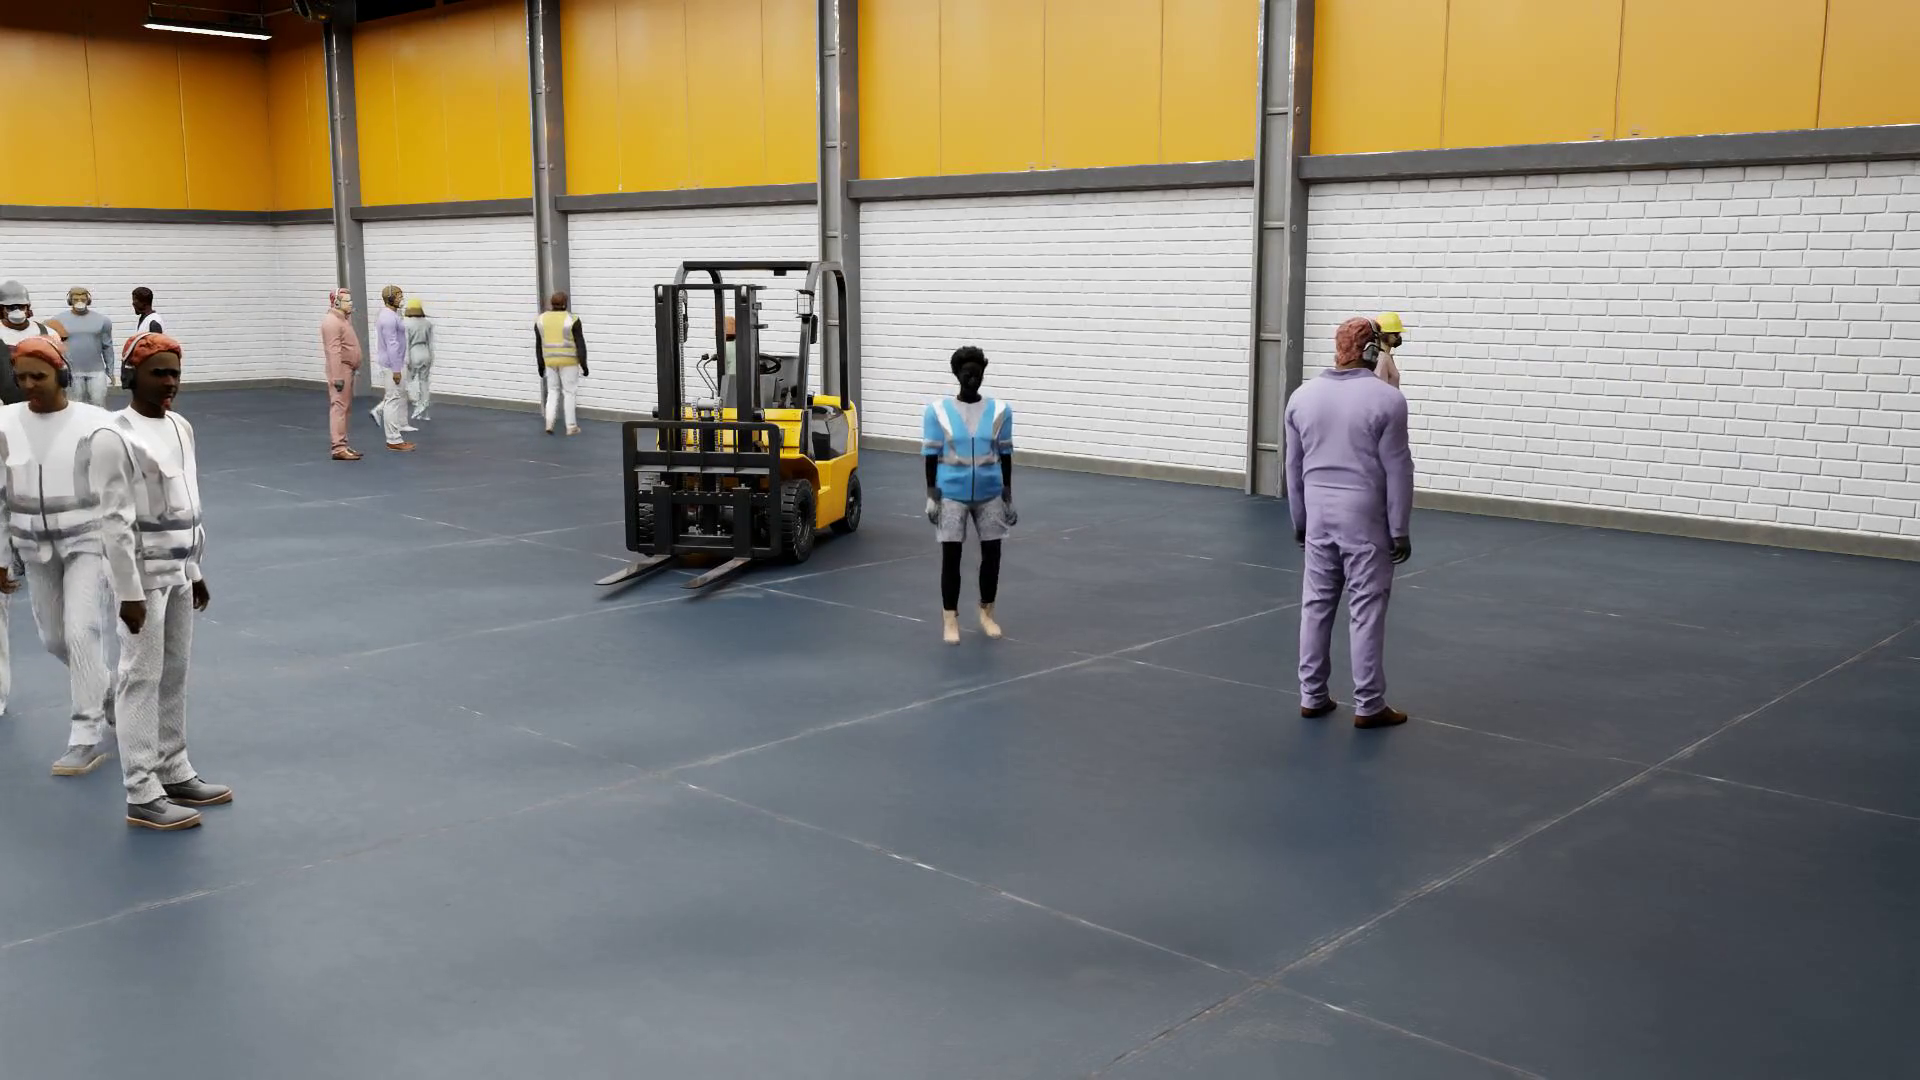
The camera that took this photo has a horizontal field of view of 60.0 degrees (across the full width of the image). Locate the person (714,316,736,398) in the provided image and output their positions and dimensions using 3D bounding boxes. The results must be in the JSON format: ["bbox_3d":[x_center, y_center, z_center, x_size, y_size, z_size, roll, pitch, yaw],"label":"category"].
[{"bbox_3d":[-2.380,-1.495,17.225,0.267,1.632,0.507,5,11,29],"label":"person"}]

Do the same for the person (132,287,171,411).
[{"bbox_3d":[-9.289,-1.941,19.171,0.398,1.893,0.590,-7,12,-37],"label":"person"}]

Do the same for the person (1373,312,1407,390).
[{"bbox_3d":[3.456,-0.965,13.568,0.314,1.769,0.524,2,10,15],"label":"person"}]

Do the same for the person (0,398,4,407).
[{"bbox_3d":[-7.364,-0.723,12.484,0.497,1.636,0.286,2,9,10],"label":"person"}]

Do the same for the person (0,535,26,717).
[{"bbox_3d":[-4.649,0.042,7.806,0.539,1.623,0.370,-3,10,-20],"label":"person"}]

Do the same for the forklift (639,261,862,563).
[{"bbox_3d":[-1.552,-1.040,12.721,1.214,2.155,2.313,2,9,11],"label":"forklift"}]

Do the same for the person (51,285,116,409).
[{"bbox_3d":[-9.754,-1.859,18.527,0.635,1.936,0.355,-6,11,-33],"label":"person"}]

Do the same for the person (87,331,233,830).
[{"bbox_3d":[-3.069,0.150,6.379,0.362,1.883,0.575,0,9,2],"label":"person"}]

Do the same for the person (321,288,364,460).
[{"bbox_3d":[-6.868,-1.846,18.545,0.401,1.907,0.648,-2,9,-12],"label":"person"}]

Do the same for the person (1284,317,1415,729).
[{"bbox_3d":[1.830,-0.081,7.743,0.636,1.902,0.405,9,13,44],"label":"person"}]

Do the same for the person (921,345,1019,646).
[{"bbox_3d":[0.056,-0.257,9.442,0.550,1.696,0.336,-2,9,-10],"label":"person"}]

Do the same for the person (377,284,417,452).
[{"bbox_3d":[-6.578,-1.994,19.353,0.366,1.939,0.635,-4,10,-22],"label":"person"}]

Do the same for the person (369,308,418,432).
[{"bbox_3d":[-7.373,-2.204,21.588,0.506,1.621,0.527,-4,10,-24],"label":"person"}]

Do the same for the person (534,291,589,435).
[{"bbox_3d":[-5.078,-2.249,21.227,0.649,1.839,0.428,2,10,14],"label":"person"}]

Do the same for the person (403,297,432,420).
[{"bbox_3d":[-7.602,-2.531,23.302,0.374,1.732,0.487,8,12,39],"label":"person"}]

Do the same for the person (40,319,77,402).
[{"bbox_3d":[-8.946,-1.370,16.471,0.346,1.630,0.513,-2,9,-11],"label":"person"}]

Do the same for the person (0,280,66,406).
[{"bbox_3d":[-7.356,-1.022,13.080,0.688,2.000,0.536,-9,13,-44],"label":"person"}]

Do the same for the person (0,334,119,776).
[{"bbox_3d":[-3.851,0.030,7.210,0.597,1.860,0.792,-1,9,-4],"label":"person"}]
